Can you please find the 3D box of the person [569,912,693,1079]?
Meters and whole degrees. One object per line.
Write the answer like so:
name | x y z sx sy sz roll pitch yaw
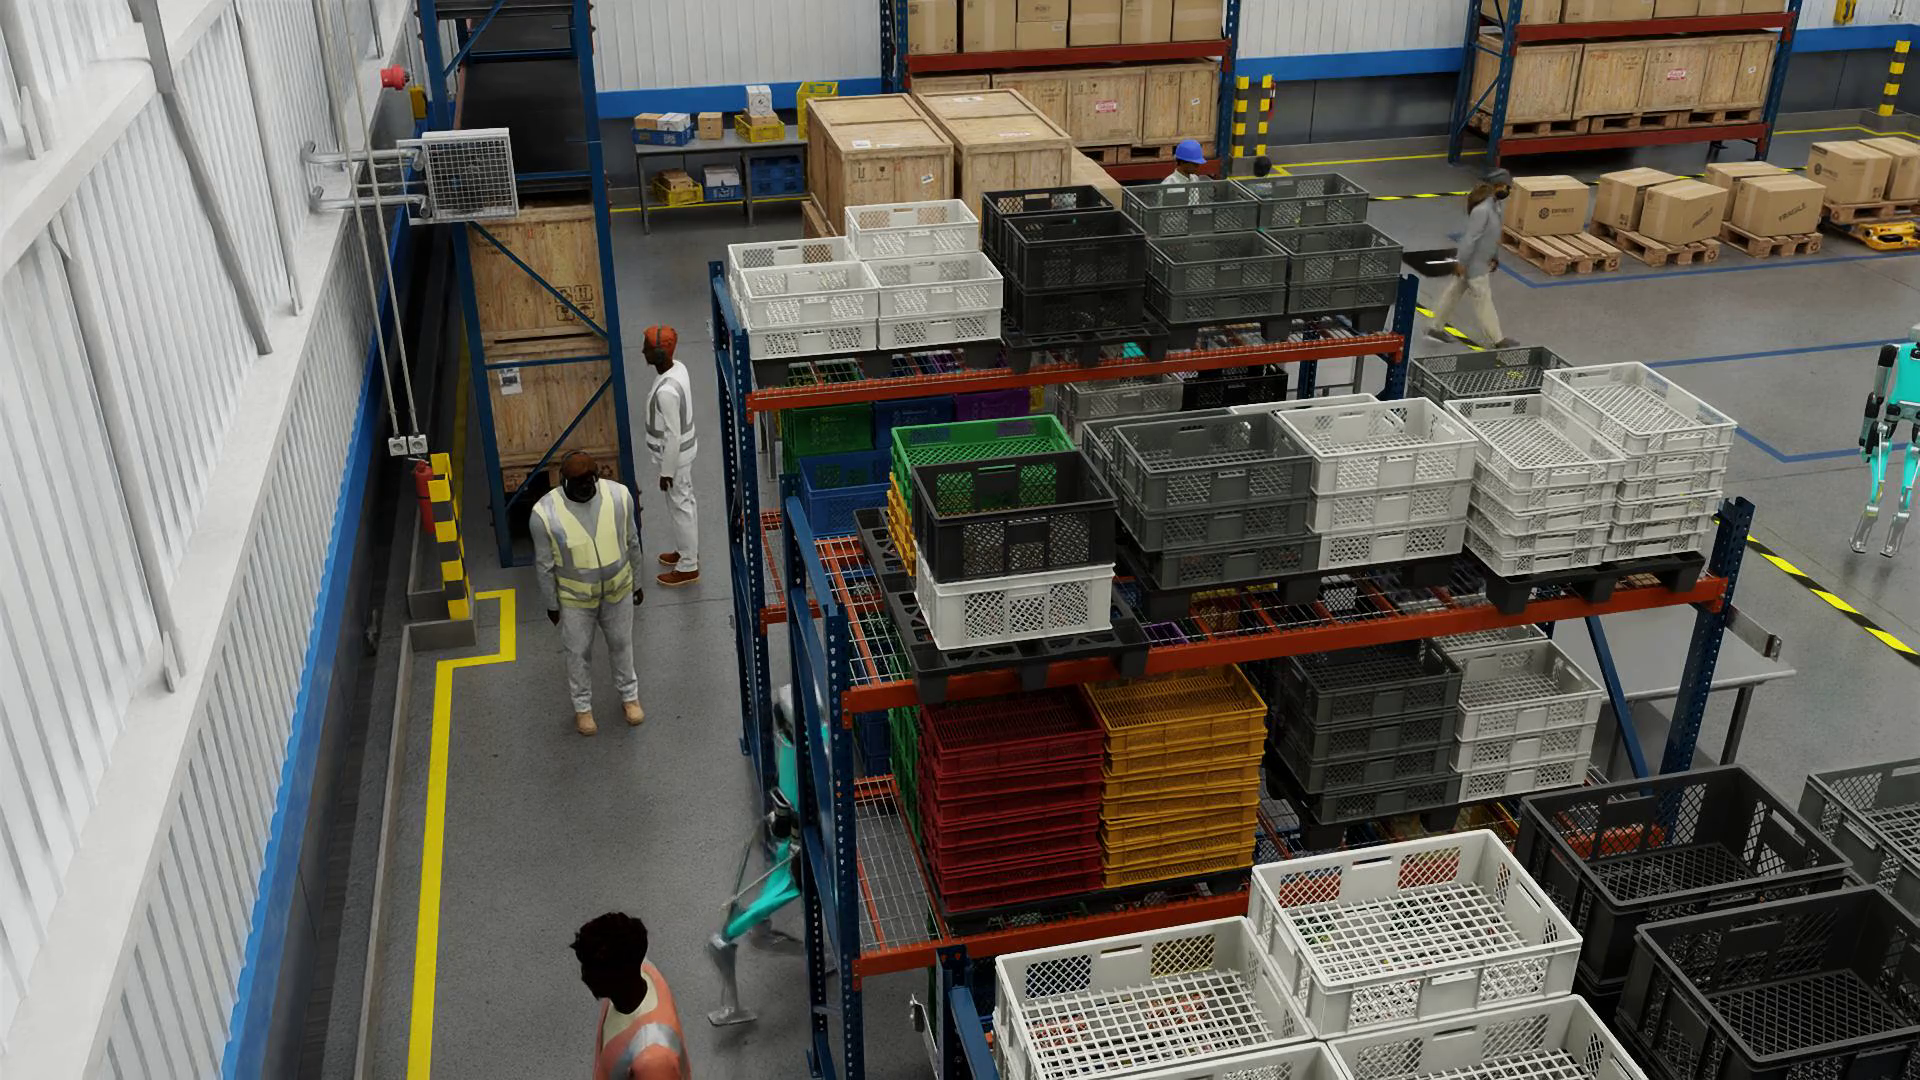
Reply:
person | -1.158 2.159 6.132 0.363 1.961 0.612 -10 29 -18

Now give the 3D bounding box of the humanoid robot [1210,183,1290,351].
humanoid robot | 2.471 -2.278 14.824 0.531 1.749 1.006 20 34 33

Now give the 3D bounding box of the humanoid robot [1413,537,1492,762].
humanoid robot | 2.836 0.508 9.623 0.606 1.627 0.741 -5 28 -10

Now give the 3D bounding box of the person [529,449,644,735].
person | -2.160 0.302 9.802 0.617 1.836 0.432 -14 31 -24

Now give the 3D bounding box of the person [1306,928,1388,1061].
person | 1.374 2.183 6.223 0.404 1.835 0.589 -2 28 -4

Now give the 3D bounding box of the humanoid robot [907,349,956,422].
humanoid robot | 0.070 -0.551 11.600 0.845 1.846 0.559 -18 33 -30

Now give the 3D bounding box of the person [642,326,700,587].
person | -1.982 -0.580 11.418 0.357 1.882 0.573 -2 28 -4

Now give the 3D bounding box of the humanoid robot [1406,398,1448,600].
humanoid robot | 3.110 -0.212 10.984 0.609 1.622 0.785 13 31 24

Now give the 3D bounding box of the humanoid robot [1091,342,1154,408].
humanoid robot | 1.132 -1.020 12.263 0.735 1.677 0.533 -14 31 -24

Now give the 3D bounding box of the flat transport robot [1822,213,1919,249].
flat transport robot | 10.243 -3.625 18.894 0.652 0.197 1.431 -6 28 -12

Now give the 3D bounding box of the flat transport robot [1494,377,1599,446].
flat transport robot | 4.780 -1.036 14.013 0.659 0.231 1.431 -6 28 -12

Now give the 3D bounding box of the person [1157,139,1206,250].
person | 2.042 -2.775 15.526 0.411 1.939 0.602 20 34 32

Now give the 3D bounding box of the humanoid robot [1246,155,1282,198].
humanoid robot | 2.859 -2.884 16.042 0.609 1.642 0.455 -8 29 -15

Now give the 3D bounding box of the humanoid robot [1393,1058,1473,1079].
humanoid robot | 1.763 2.330 6.110 0.309 1.651 0.613 -18 33 -30

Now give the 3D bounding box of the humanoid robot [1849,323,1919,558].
humanoid robot | 6.521 -0.635 11.537 0.533 1.672 0.735 14 31 25

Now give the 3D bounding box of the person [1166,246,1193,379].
person | 1.616 -1.280 12.578 0.387 2.039 0.613 13 30 23

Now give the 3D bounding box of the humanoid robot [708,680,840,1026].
humanoid robot | -0.941 1.511 7.653 1.001 1.770 0.530 -15 31 -26

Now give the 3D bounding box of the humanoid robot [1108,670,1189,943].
humanoid robot | 0.954 1.301 8.087 0.537 1.633 0.610 3 28 7

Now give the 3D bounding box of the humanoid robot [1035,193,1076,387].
humanoid robot | 0.791 -2.122 14.578 0.737 1.868 0.540 -11 30 -20

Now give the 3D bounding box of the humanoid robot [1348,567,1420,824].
humanoid robot | 2.362 0.857 8.922 0.614 1.632 0.588 8 29 15

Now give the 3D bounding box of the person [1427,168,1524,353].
person | 4.860 -2.578 15.375 0.942 1.708 0.581 13 31 24
